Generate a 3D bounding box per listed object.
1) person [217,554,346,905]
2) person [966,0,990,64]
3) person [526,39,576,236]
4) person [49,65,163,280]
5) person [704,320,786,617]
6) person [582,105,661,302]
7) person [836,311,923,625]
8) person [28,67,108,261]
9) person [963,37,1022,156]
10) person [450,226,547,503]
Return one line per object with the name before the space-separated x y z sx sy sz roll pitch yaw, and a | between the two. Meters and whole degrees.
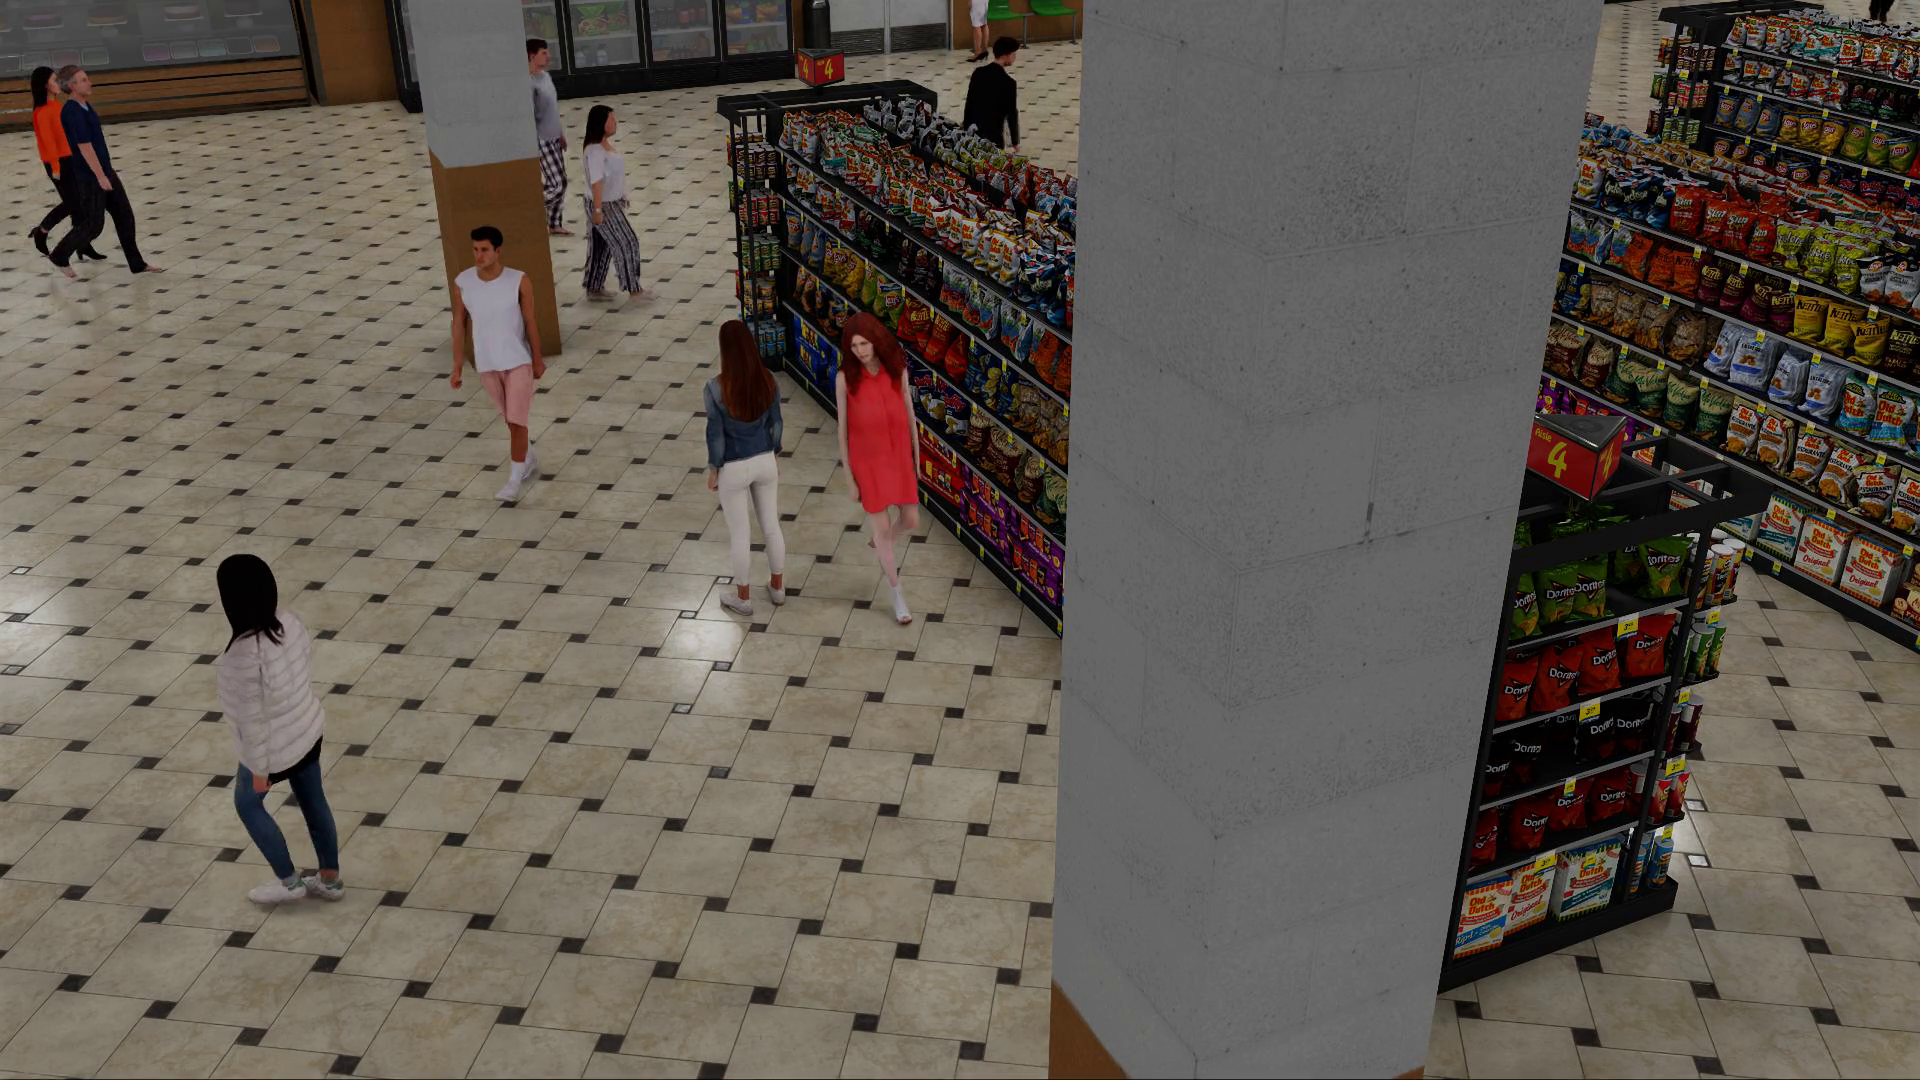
person | -2.724 0.817 6.830 0.839 1.627 0.760 6 27 11
person | 0.267 -7.607 23.302 0.672 1.752 0.640 14 30 26
person | -3.968 -3.763 15.631 0.890 1.834 0.847 4 27 8
person | -7.582 -3.131 14.376 0.910 1.842 1.097 -5 27 -9
person | -1.161 -0.388 9.124 0.633 1.700 0.553 -16 31 -28
person | -3.052 -2.793 13.921 0.941 1.651 0.961 -2 27 -5
person | -0.461 -0.400 9.039 0.652 1.798 0.808 -12 29 -23
person | -8.135 -3.332 14.896 0.831 1.731 0.854 -2 27 -4
person | 0.210 -3.760 15.621 0.735 1.839 0.900 15 30 27
person | -2.861 -1.157 10.593 1.027 1.743 1.161 5 27 11
